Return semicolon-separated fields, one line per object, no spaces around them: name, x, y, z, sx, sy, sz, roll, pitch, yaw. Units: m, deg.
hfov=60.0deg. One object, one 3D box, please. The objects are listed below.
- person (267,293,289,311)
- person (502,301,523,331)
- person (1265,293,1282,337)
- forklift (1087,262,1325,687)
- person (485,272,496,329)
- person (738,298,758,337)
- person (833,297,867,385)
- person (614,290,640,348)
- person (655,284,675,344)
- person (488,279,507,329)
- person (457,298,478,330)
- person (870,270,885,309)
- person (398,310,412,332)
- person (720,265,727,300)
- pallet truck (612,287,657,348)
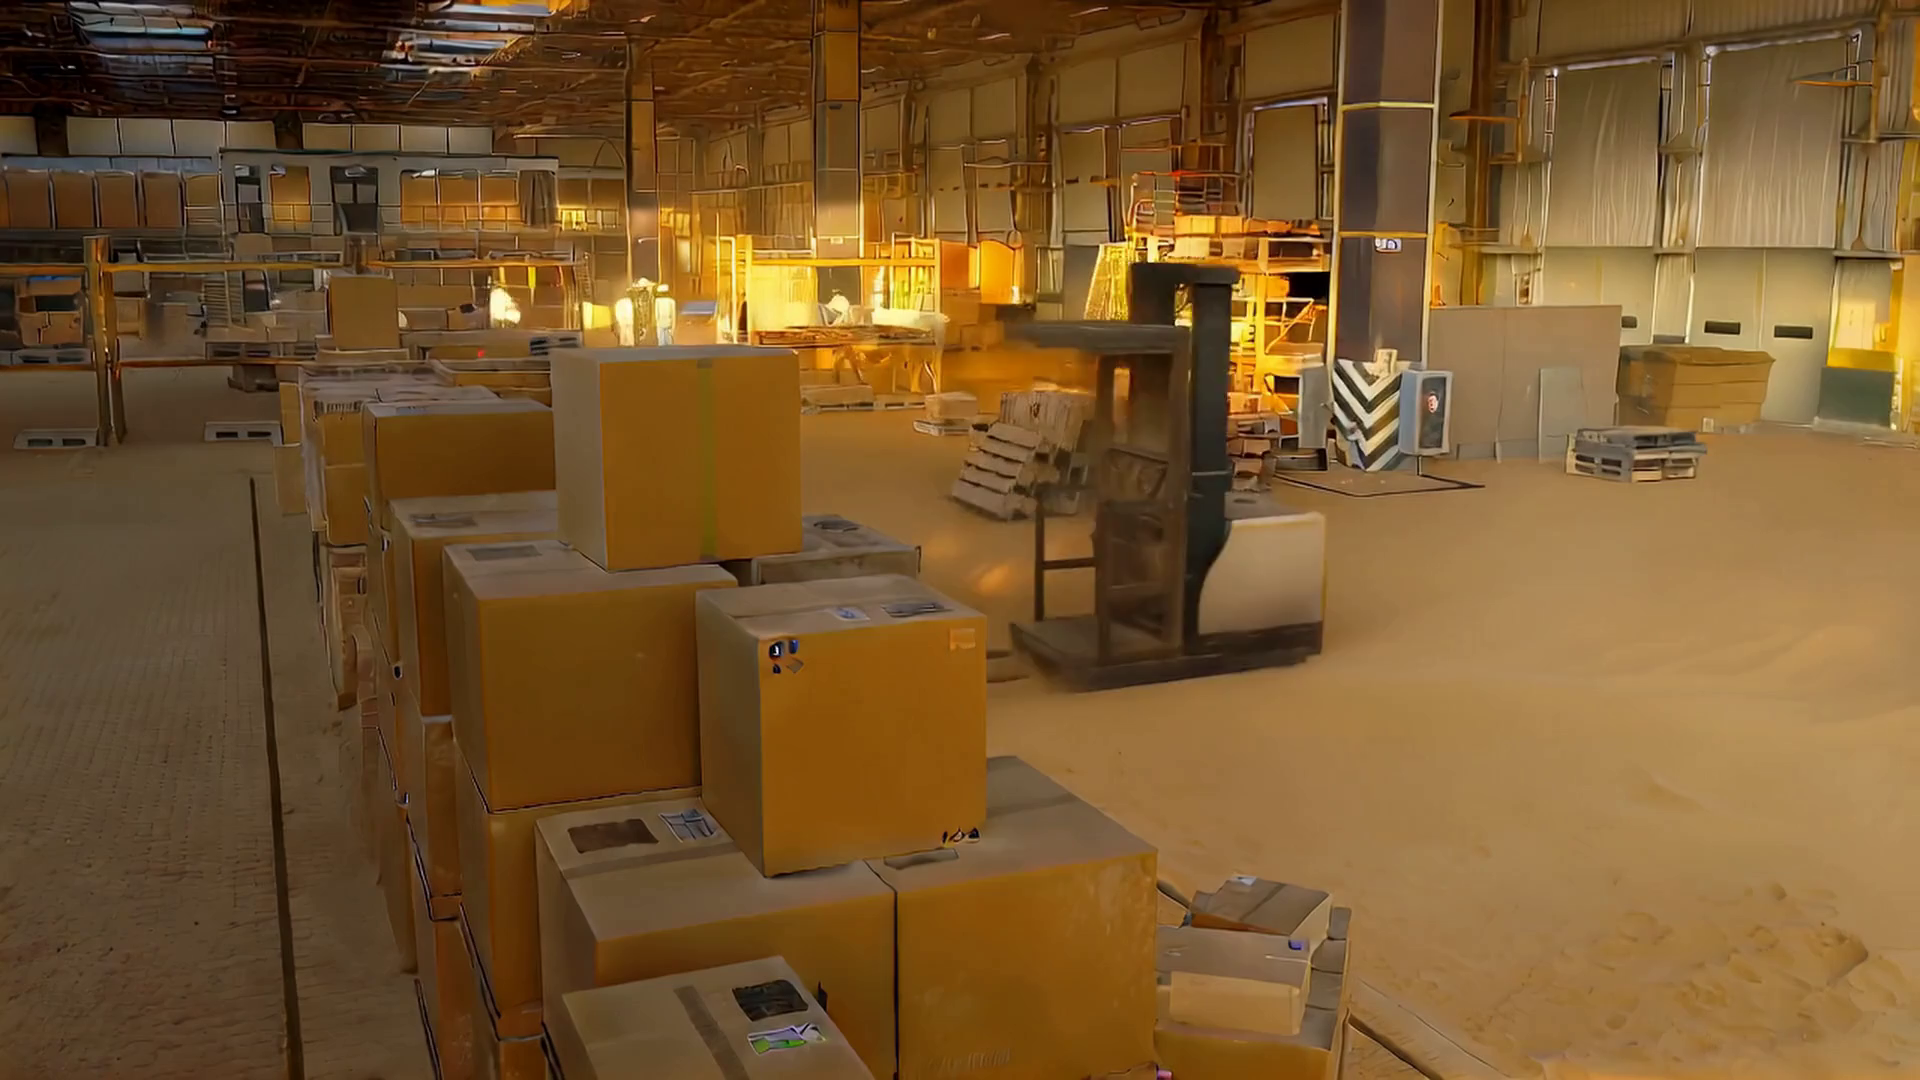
person;-15.734;-4.845;38.488;0.527;1.752;0.612;-8;13;-39
person;-8.050;-3.326;29.775;0.980;1.887;0.605;2;10;8
person;6.021;-3.841;32.455;0.545;1.938;0.362;5;11;24
forklift;1.538;-0.537;11.645;1.873;2.768;1.129;-4;11;-23
person;-14.906;-7.539;52.877;0.379;1.931;0.625;0;10;0
person;-4.749;-4.538;36.962;0.543;1.684;0.562;5;11;25
person;-2.296;-4.047;33.940;0.516;1.805;0.911;9;13;40
person;-7.931;-5.064;39.637;0.636;1.785;0.982;-5;11;-26
person;-7.039;-5.078;39.377;0.609;1.914;0.431;-8;13;-36
person;-11.888;-5.694;42.576;0.755;1.964;0.652;4;11;20
person;-10.771;-4.427;36.329;0.505;1.687;0.889;2;11;13
person;-2.804;-8.289;56.978;0.551;1.933;0.370;6;12;31
person;-8.317;-2.464;24.869;0.374;1.936;0.628;1;10;4
person;-11.619;-12.731;81.288;0.378;1.996;0.610;4;11;21
pallet truck;-6.464;-4.406;35.401;0.823;1.965;1.885;6;12;32
